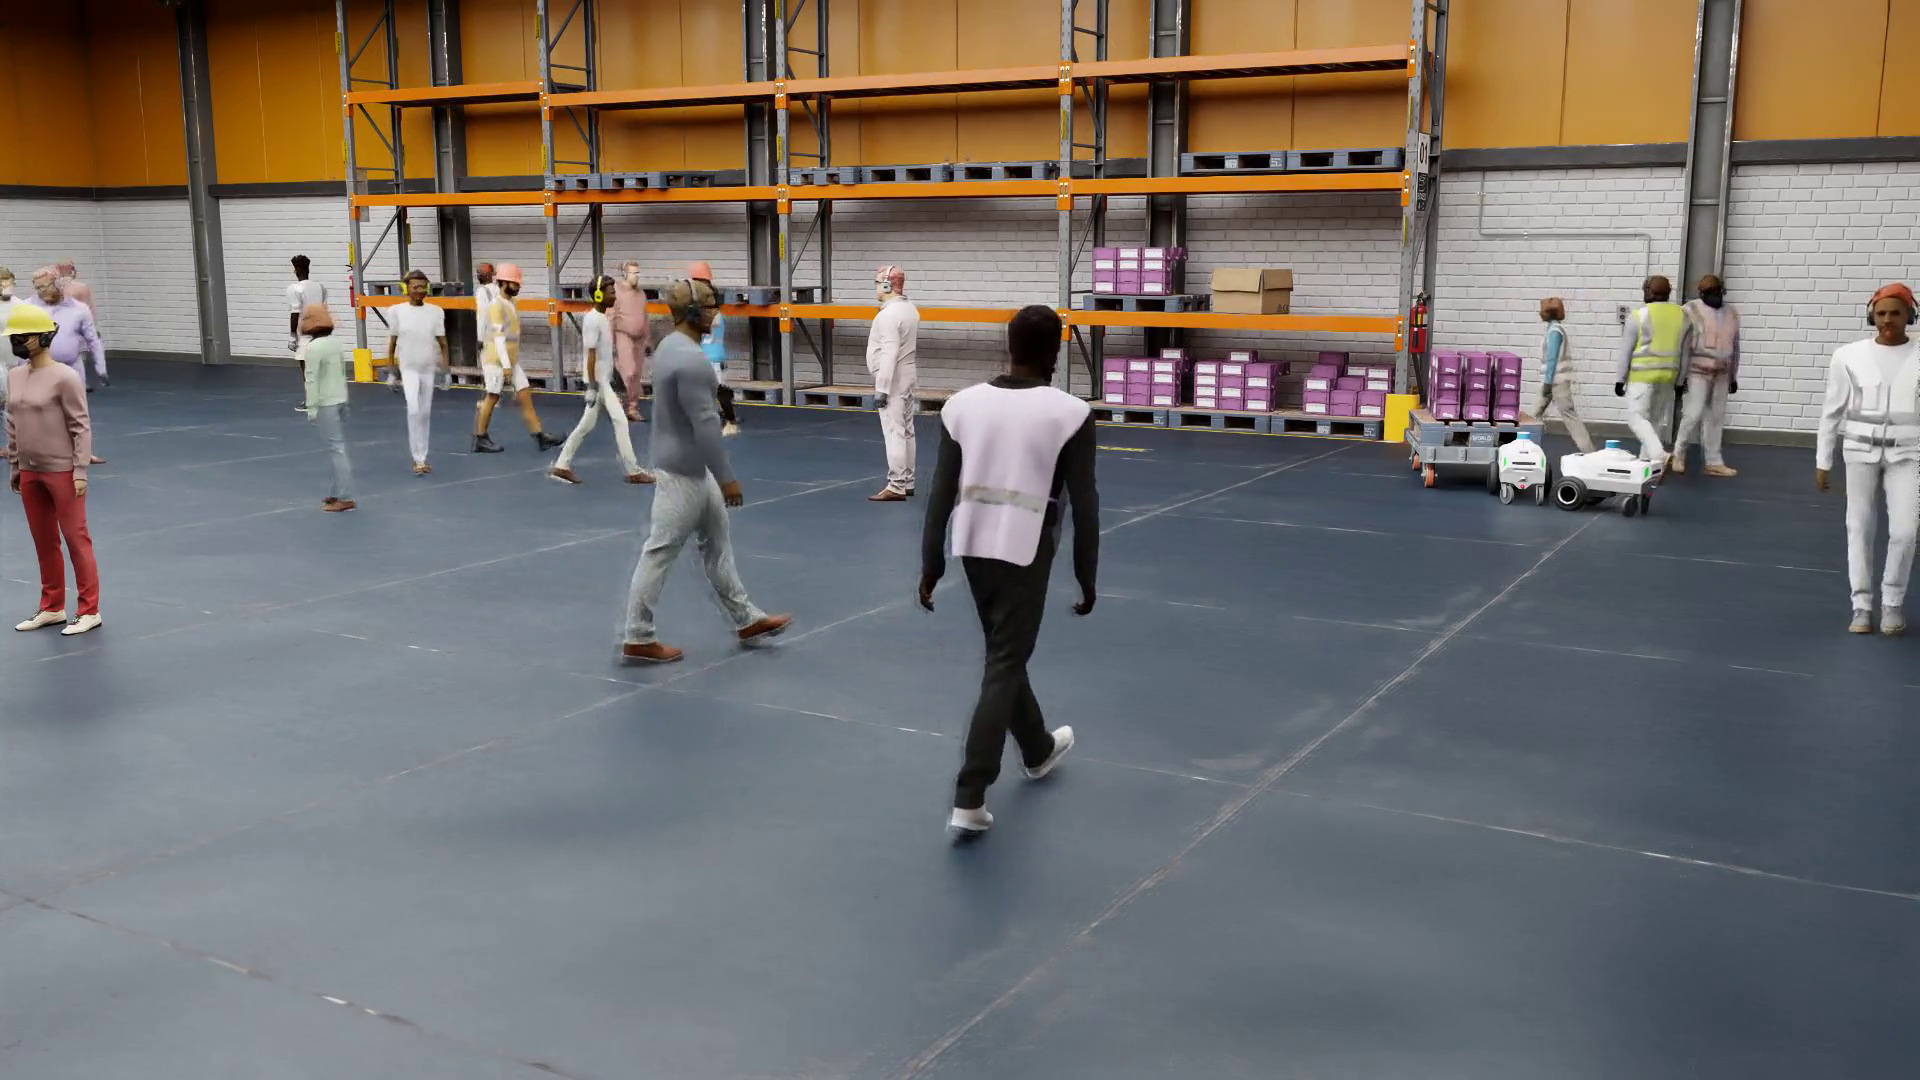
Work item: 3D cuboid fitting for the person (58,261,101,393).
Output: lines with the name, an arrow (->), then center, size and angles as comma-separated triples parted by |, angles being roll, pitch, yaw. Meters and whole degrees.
person -> -12.362, -2.937, 23.106 | 0.646, 1.874, 0.880 | 2, 10, 13

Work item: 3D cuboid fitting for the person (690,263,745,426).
person -> -3.010, -2.238, 19.155 | 0.988, 1.880, 0.561 | 3, 11, 18

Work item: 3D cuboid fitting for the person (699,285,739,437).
person -> -2.801, -1.948, 18.094 | 0.861, 1.644, 0.544 | 2, 10, 9

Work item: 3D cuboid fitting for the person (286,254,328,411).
person -> -8.187, -2.592, 20.890 | 0.368, 1.963, 0.609 | 5, 11, 25

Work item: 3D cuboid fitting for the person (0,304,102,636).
person -> -4.869, -0.369, 8.863 | 0.535, 1.767, 0.316 | 4, 11, 21

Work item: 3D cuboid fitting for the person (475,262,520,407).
person -> -5.967, -2.628, 21.370 | 0.569, 1.867, 0.571 | 3, 10, 17

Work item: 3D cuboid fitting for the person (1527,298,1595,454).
person -> 5.689, -1.518, 15.878 | 0.883, 1.585, 0.527 | 3, 10, 15

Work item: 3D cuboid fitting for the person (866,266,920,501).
person -> -0.561, -1.271, 13.568 | 0.406, 1.910, 0.636 | 3, 10, 16

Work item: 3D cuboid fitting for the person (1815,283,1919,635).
person -> 4.870, -0.412, 8.800 | 0.621, 1.872, 0.472 | 6, 12, 31

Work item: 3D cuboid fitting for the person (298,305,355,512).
person -> -4.964, -1.032, 13.080 | 0.446, 1.608, 0.544 | 1, 10, 6

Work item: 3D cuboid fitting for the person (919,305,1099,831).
person -> 0.188, 0.083, 6.078 | 0.620, 1.856, 1.072 | 6, 11, 29

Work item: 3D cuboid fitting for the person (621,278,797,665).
person -> -1.264, -0.334, 8.265 | 0.988, 1.896, 0.629 | -3, 10, -16

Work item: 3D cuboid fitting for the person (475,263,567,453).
person -> -4.448, -1.797, 16.597 | 0.989, 1.883, 0.570 | 1, 10, 7

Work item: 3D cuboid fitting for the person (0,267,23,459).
person -> -9.134, -1.671, 15.962 | 1.043, 1.867, 0.700 | 2, 10, 14

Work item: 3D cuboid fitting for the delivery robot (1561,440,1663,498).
delivery robot -> 5.079, -0.536, 12.971 | 0.707, 0.478, 0.477 | 9, 13, 41

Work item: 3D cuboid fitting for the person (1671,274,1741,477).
person -> 6.689, -1.466, 14.920 | 0.696, 1.820, 0.456 | -2, 10, -14

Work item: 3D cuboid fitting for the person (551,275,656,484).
person -> -3.128, -1.376, 14.417 | 0.964, 1.830, 0.535 | -2, 10, -11

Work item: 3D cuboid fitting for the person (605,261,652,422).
person -> -3.869, -2.326, 19.553 | 0.431, 1.894, 0.655 | 6, 12, 31

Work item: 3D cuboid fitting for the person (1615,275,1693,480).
person -> 6.126, -1.415, 14.648 | 0.641, 1.824, 0.782 | -2, 10, -10

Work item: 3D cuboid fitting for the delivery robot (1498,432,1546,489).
delivery robot -> 4.577, -0.638, 13.547 | 0.477, 0.478, 0.707 | 3, 10, 16

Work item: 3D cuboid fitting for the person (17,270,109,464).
person -> -8.301, -1.566, 15.416 | 0.715, 1.845, 0.876 | -7, 12, -36

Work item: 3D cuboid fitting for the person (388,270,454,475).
person -> -4.848, -1.499, 15.014 | 0.531, 1.841, 0.808 | -6, 12, -30
